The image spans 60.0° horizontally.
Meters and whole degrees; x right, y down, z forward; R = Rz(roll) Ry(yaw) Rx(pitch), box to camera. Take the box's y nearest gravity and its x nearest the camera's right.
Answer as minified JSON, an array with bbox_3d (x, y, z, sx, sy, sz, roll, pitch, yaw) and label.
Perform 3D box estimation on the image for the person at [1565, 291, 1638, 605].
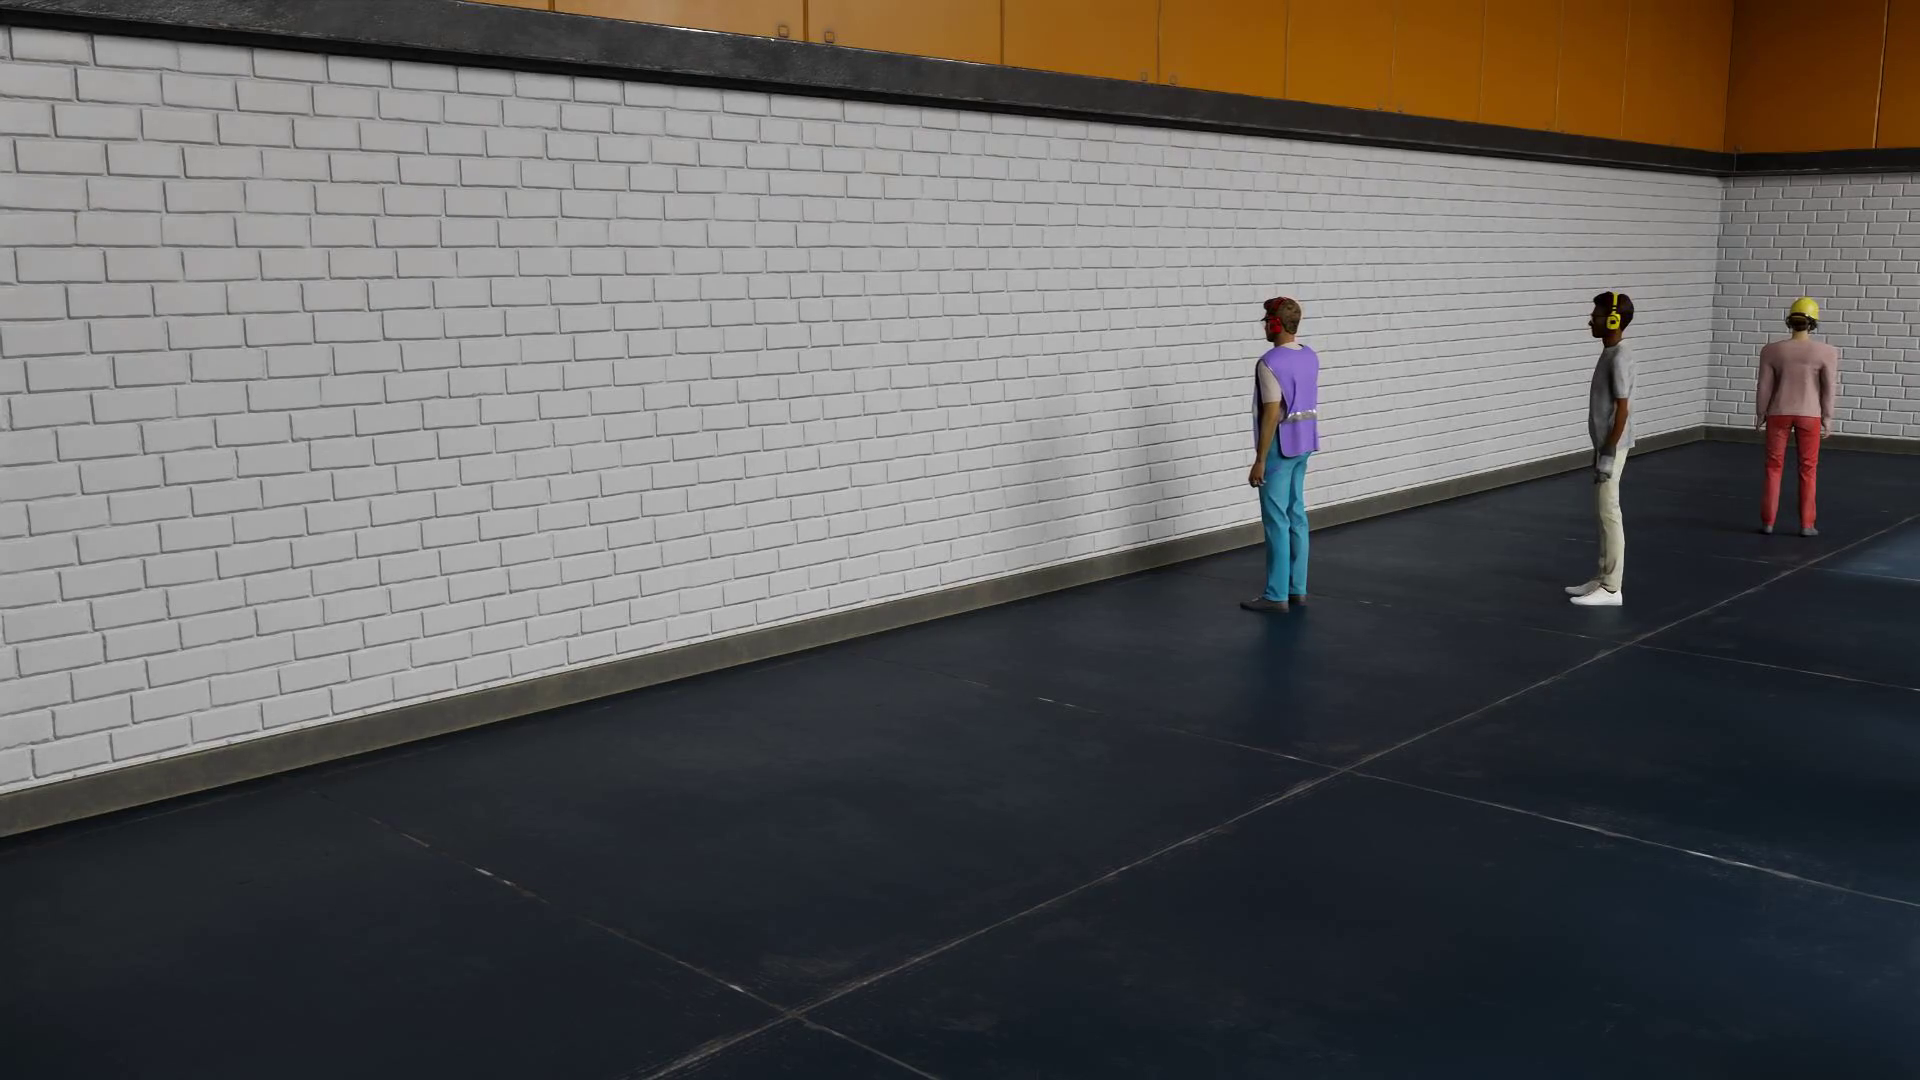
[{"bbox_3d":[3.851,-0.539,9.930,0.327,1.874,0.517,3,10,18],"label":"person"}]

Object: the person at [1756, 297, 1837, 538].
[{"bbox_3d":[6.160,-0.901,12.293,0.526,1.768,0.331,6,12,30],"label":"person"}]

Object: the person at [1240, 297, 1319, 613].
[{"bbox_3d":[1.899,-0.495,9.751,0.374,1.843,0.575,8,13,38],"label":"person"}]
